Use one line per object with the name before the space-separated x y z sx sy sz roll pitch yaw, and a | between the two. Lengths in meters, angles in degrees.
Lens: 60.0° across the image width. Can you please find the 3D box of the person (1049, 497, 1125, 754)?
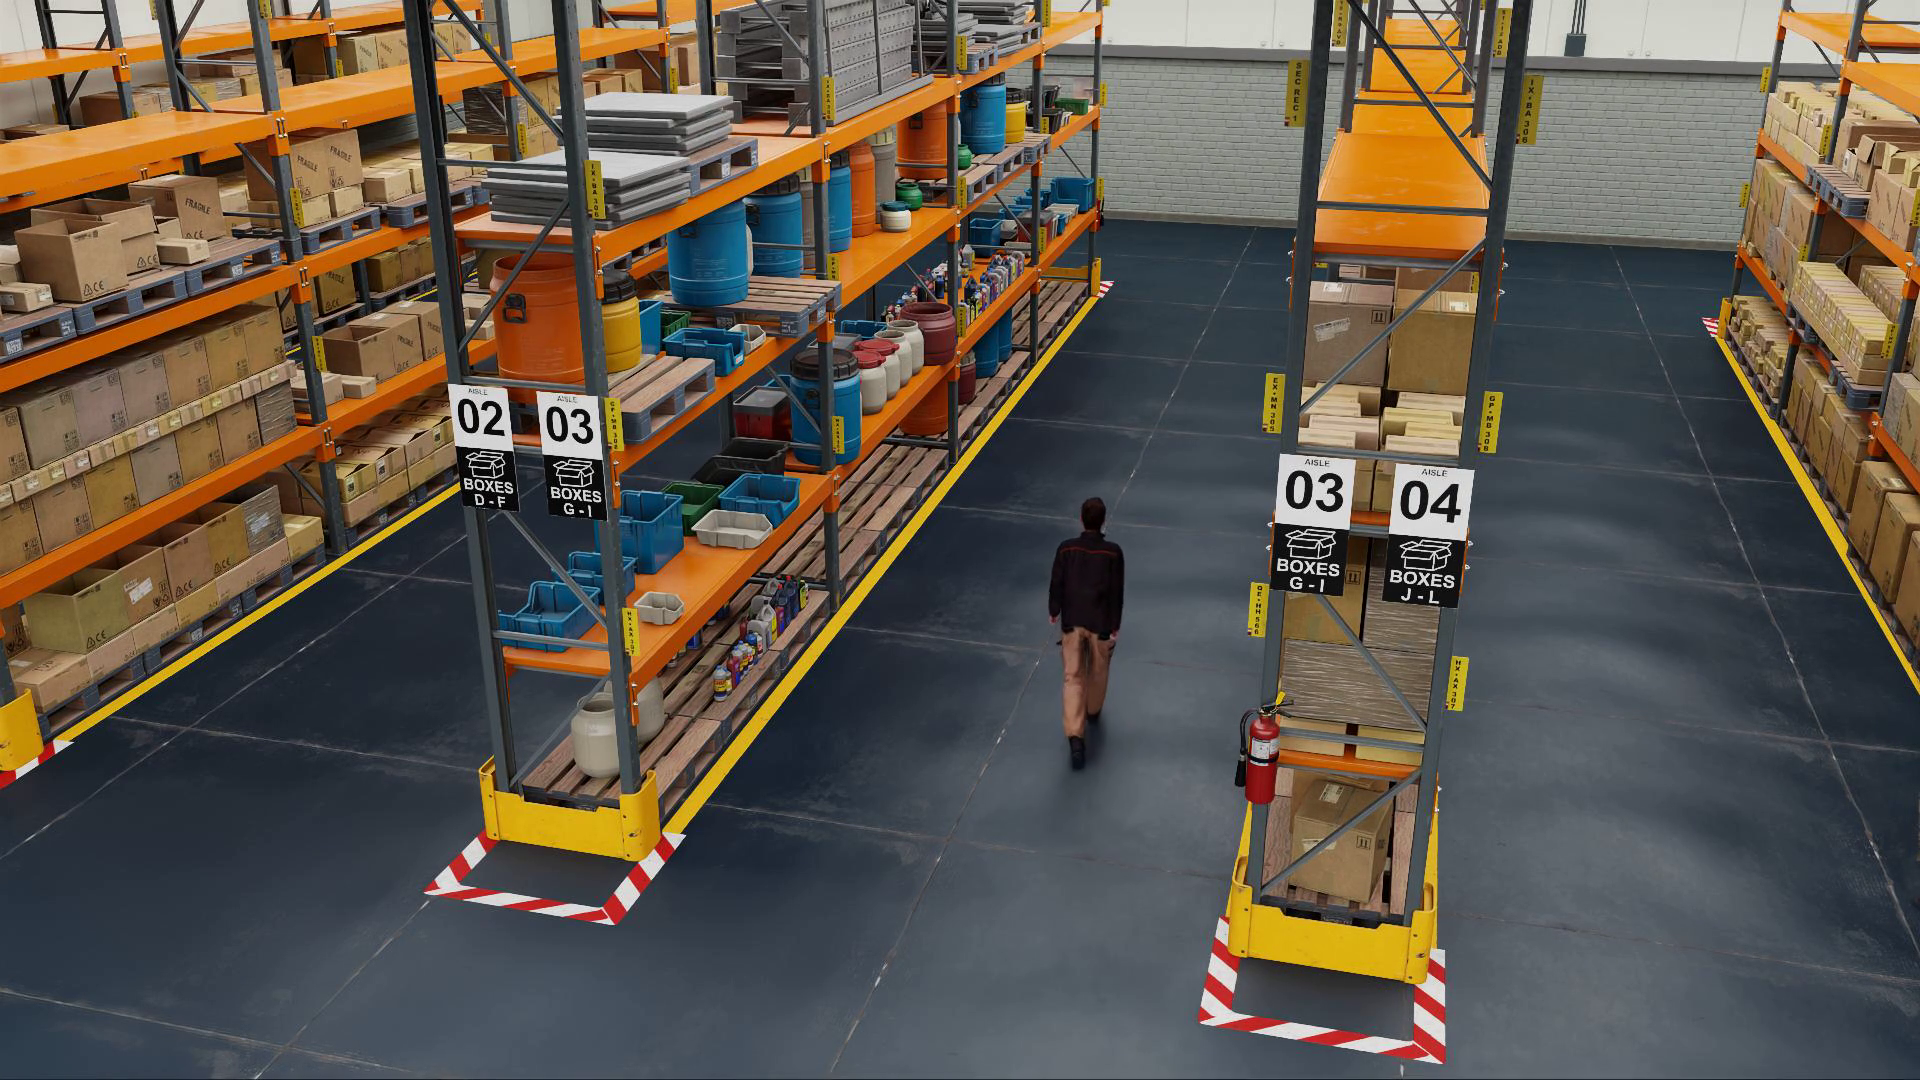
person | 0.902 0.653 12.042 0.797 1.888 1.248 3 22 7
